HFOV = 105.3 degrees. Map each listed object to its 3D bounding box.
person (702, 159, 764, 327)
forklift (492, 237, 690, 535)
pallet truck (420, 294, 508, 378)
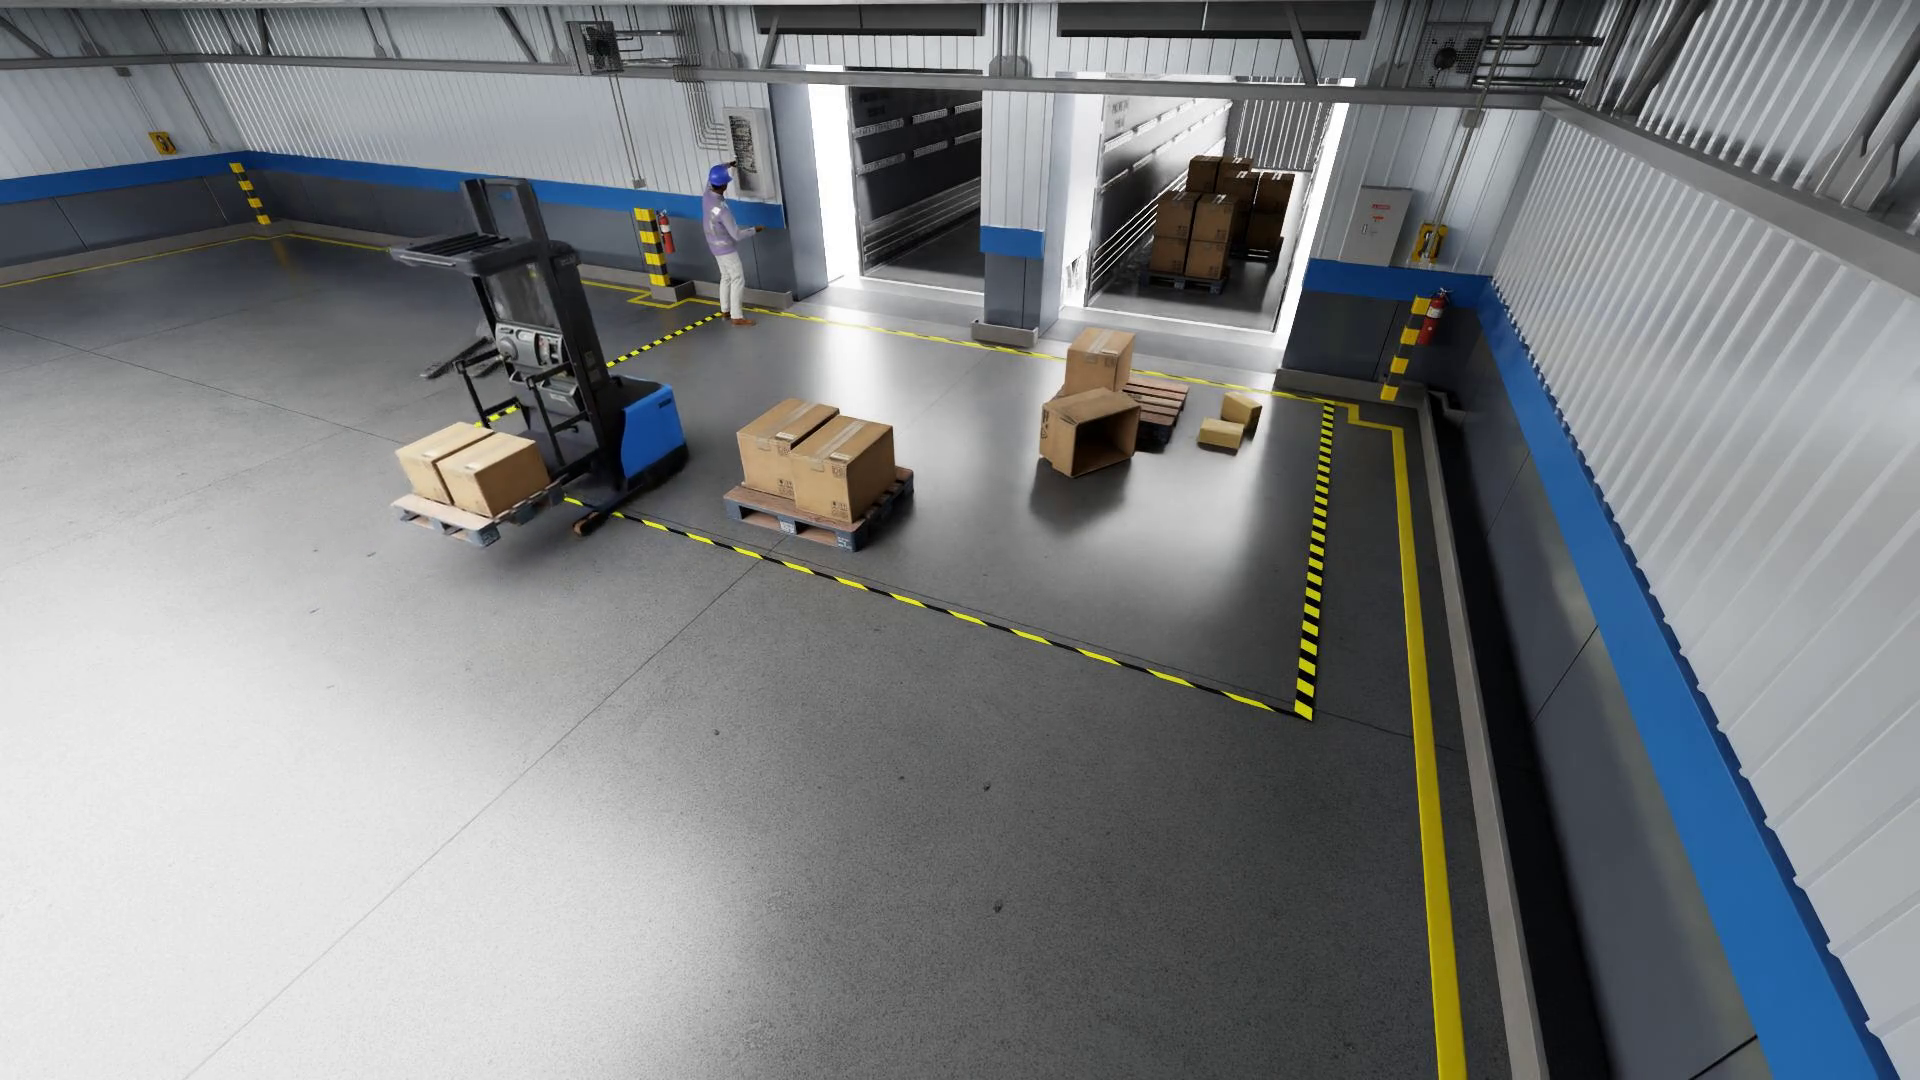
[{"bbox_3d":[-2.861,-3.777,9.355,0.787,1.901,0.969,-22,41,-28],"label":"person"},{"bbox_3d":[-2.925,-1.373,5.857,0.716,2.013,0.776,14,38,19],"label":"forklift"},{"bbox_3d":[-5.664,-2.712,8.427,0.680,1.201,1.601,0,35,-1],"label":"pallet truck"}]
